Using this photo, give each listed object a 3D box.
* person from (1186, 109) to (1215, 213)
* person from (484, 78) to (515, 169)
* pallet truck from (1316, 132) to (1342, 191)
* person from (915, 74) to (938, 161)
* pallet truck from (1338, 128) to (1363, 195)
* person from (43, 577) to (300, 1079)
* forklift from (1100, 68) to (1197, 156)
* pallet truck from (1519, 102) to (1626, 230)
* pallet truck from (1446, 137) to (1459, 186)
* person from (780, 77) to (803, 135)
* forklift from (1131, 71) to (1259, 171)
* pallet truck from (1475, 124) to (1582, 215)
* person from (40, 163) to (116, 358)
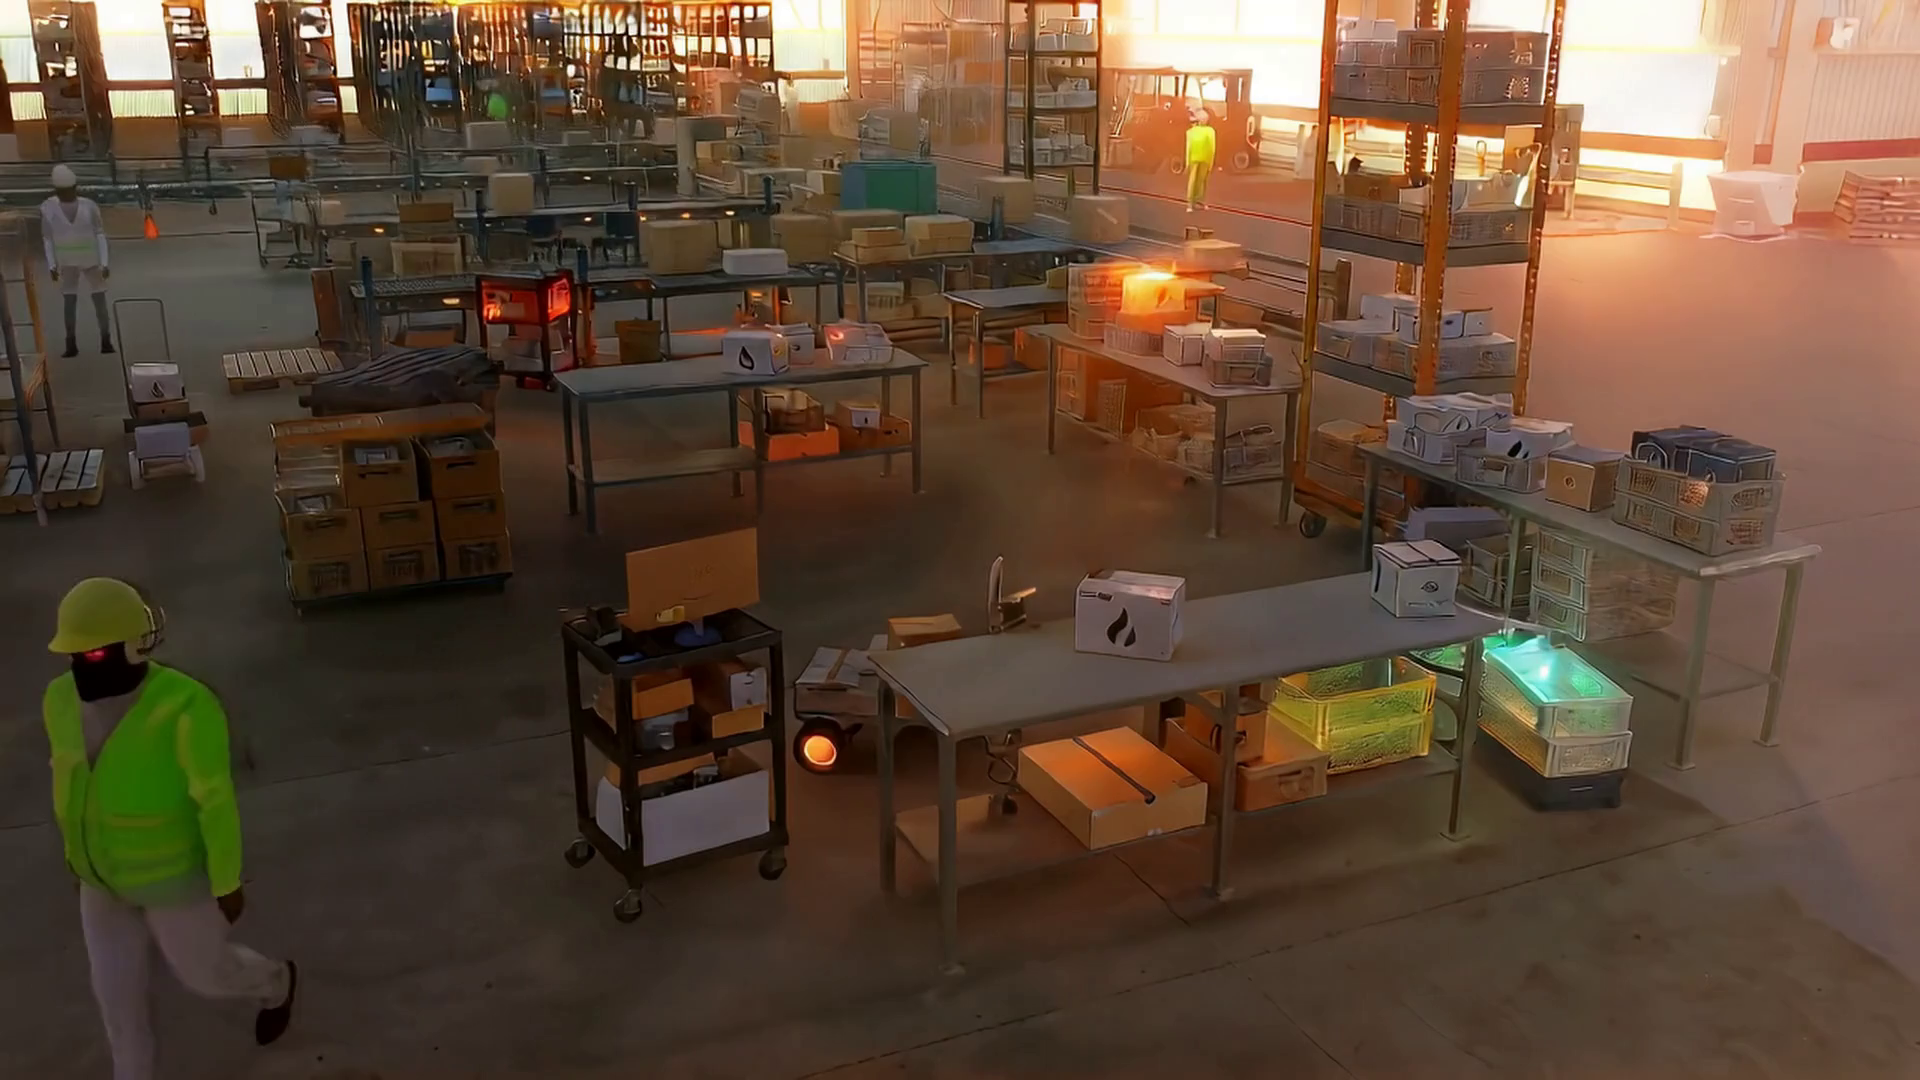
[{"bbox_3d":[4.162,-6.554,28.790,0.533,1.767,0.315,-5,18,-14],"label":"person"},{"bbox_3d":[-9.870,-8.791,35.426,0.422,2.028,0.610,2,18,8],"label":"person"},{"bbox_3d":[7.723,-7.504,32.656,1.601,1.201,0.680,-8,19,-23],"label":"pallet truck"},{"bbox_3d":[-0.769,-9.904,38.987,0.613,1.985,0.401,-14,22,-37],"label":"person"},{"bbox_3d":[7.845,-7.140,31.411,1.522,1.261,0.704,-9,20,-25],"label":"pallet truck"},{"bbox_3d":[-2.442,0.945,5.101,0.599,1.811,0.746,5,18,14],"label":"person"},{"bbox_3d":[4.082,-9.564,37.410,2.680,1.987,1.157,-8,19,-23],"label":"forklift"},{"bbox_3d":[9.972,-6.037,26.785,1.885,1.965,0.823,-9,20,-25],"label":"pallet truck"},{"bbox_3d":[9.184,-6.485,29.328,1.630,1.274,0.653,-8,19,-23],"label":"pallet truck"},{"bbox_3d":[-4.157,-10.436,40.906,0.601,1.826,0.446,-1,18,-4],"label":"person"},{"bbox_3d":[4.998,-8.936,35.413,2.680,1.987,1.157,-9,20,-25],"label":"forklift"},{"bbox_3d":[9.707,-6.455,28.103,1.885,1.965,0.823,-7,19,-20],"label":"pallet truck"},{"bbox_3d":[-8.853,-2.799,16.700,0.551,1.931,0.389,-8,19,-24],"label":"person"}]
